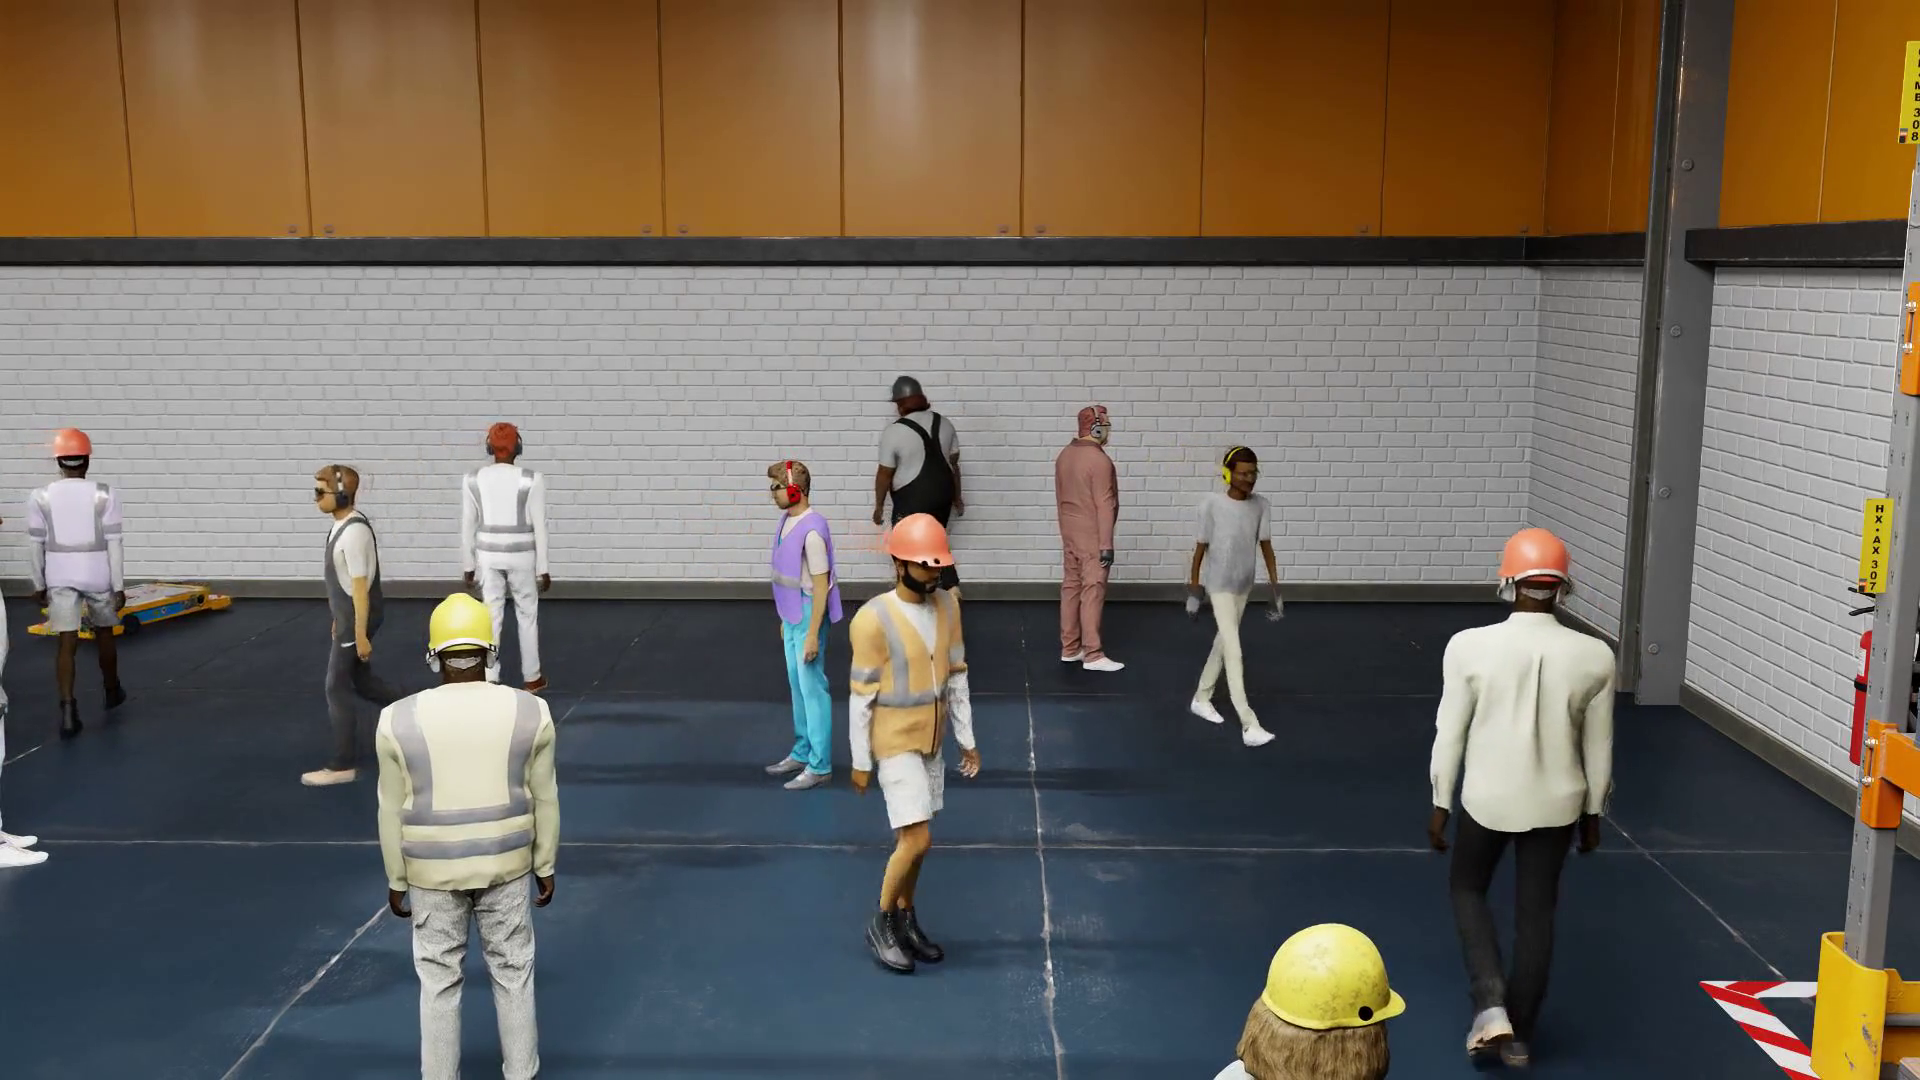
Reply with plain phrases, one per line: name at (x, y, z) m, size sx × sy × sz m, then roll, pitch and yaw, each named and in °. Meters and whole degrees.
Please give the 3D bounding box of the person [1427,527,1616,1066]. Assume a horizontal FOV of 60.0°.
person at (2.022, 0.939, 6.017) m, size 0.645 × 1.980 × 0.430 m, roll 1°, pitch 10°, yaw 7°

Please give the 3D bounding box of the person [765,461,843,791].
person at (-0.863, 0.469, 9.273) m, size 0.395 × 1.837 × 0.564 m, roll -4°, pitch 10°, yaw -21°

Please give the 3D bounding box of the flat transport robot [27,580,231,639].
flat transport robot at (-6.703, 0.550, 13.471) m, size 0.652 × 0.197 × 1.431 m, roll 3°, pitch 10°, yaw 20°

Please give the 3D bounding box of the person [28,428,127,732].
person at (-5.587, 0.238, 10.544) m, size 0.565 × 1.887 × 1.020 m, roll -3°, pitch 10°, yaw -18°

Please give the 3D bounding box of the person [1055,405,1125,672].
person at (0.943, -0.017, 11.976) m, size 0.399 × 1.909 × 0.642 m, roll -5°, pitch 11°, yaw -26°

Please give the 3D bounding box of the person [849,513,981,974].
person at (-0.180, 0.834, 6.842) m, size 0.450 × 1.921 × 0.562 m, roll 8°, pitch 12°, yaw 39°

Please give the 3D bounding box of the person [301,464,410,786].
person at (-3.332, 0.462, 9.380) m, size 0.756 × 1.821 × 0.524 m, roll -3°, pitch 10°, yaw -19°

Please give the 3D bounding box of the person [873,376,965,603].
person at (-0.325, -0.342, 13.519) m, size 0.748 × 2.000 × 0.726 m, roll -7°, pitch 12°, yaw -37°

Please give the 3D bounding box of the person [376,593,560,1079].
person at (-1.652, 1.087, 5.632) m, size 0.586 × 1.824 × 0.405 m, roll -4°, pitch 10°, yaw -22°

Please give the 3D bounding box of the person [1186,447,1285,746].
person at (1.706, 0.319, 10.274) m, size 0.521 × 1.808 × 1.018 m, roll -5°, pitch 11°, yaw -27°

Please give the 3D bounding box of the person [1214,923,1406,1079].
person at (0.641, 1.547, 3.094) m, size 0.321 × 1.742 × 0.492 m, roll -5°, pitch 10°, yaw -25°

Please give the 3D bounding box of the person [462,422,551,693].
person at (-3.031, 0.149, 11.121) m, size 0.596 × 1.888 × 0.564 m, roll 0°, pitch 9°, yaw 3°

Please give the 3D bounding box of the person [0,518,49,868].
person at (-4.710, 0.655, 8.059) m, size 0.328 × 1.872 × 0.513 m, roll -7°, pitch 12°, yaw -36°
